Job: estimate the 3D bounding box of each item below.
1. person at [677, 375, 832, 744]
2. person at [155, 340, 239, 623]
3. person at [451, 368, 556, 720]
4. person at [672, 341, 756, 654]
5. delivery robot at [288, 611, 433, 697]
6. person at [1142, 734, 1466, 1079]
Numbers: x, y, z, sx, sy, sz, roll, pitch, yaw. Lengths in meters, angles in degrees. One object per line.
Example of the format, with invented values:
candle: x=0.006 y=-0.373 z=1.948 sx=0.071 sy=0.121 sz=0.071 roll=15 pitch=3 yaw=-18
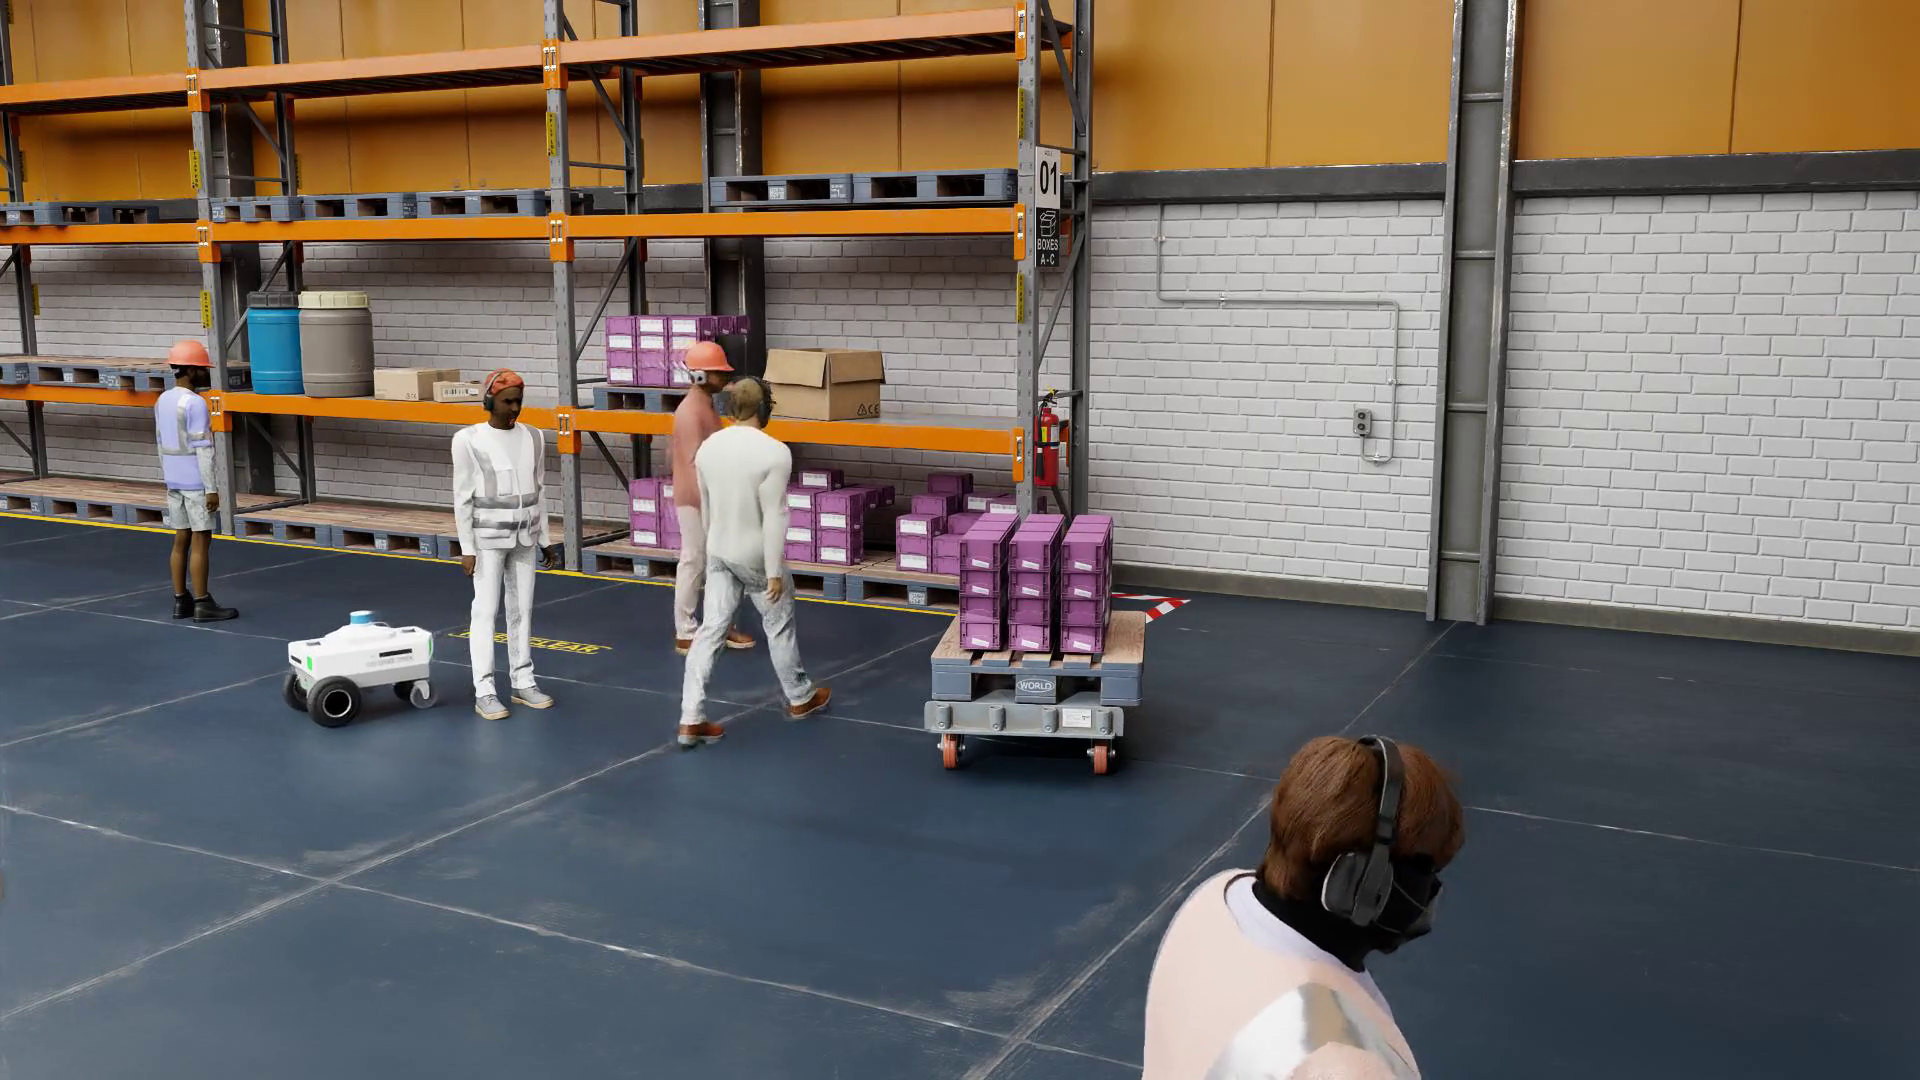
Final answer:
person: x=-1.105 y=0.089 z=8.612 sx=0.647 sy=1.878 sz=1.077 roll=6 pitch=11 yaw=33
person: x=-5.261 y=-0.401 z=11.445 sx=0.551 sy=1.933 sz=0.373 roll=7 pitch=11 yaw=36
person: x=-2.467 y=0.013 z=9.039 sx=0.355 sy=1.887 sz=0.574 roll=8 pitch=12 yaw=39
person: x=-1.518 y=-0.242 z=10.347 sx=0.660 sy=1.969 sz=0.639 roll=1 pitch=9 yaw=6
delivery robot: x=-3.247 y=0.630 z=9.043 sx=0.707 sy=0.478 sz=0.477 roll=-7 pitch=12 yaw=-38
person: x=0.390 y=1.143 z=2.299 sx=0.530 sy=1.822 sz=0.782 roll=-1 pitch=9 yaw=-6
